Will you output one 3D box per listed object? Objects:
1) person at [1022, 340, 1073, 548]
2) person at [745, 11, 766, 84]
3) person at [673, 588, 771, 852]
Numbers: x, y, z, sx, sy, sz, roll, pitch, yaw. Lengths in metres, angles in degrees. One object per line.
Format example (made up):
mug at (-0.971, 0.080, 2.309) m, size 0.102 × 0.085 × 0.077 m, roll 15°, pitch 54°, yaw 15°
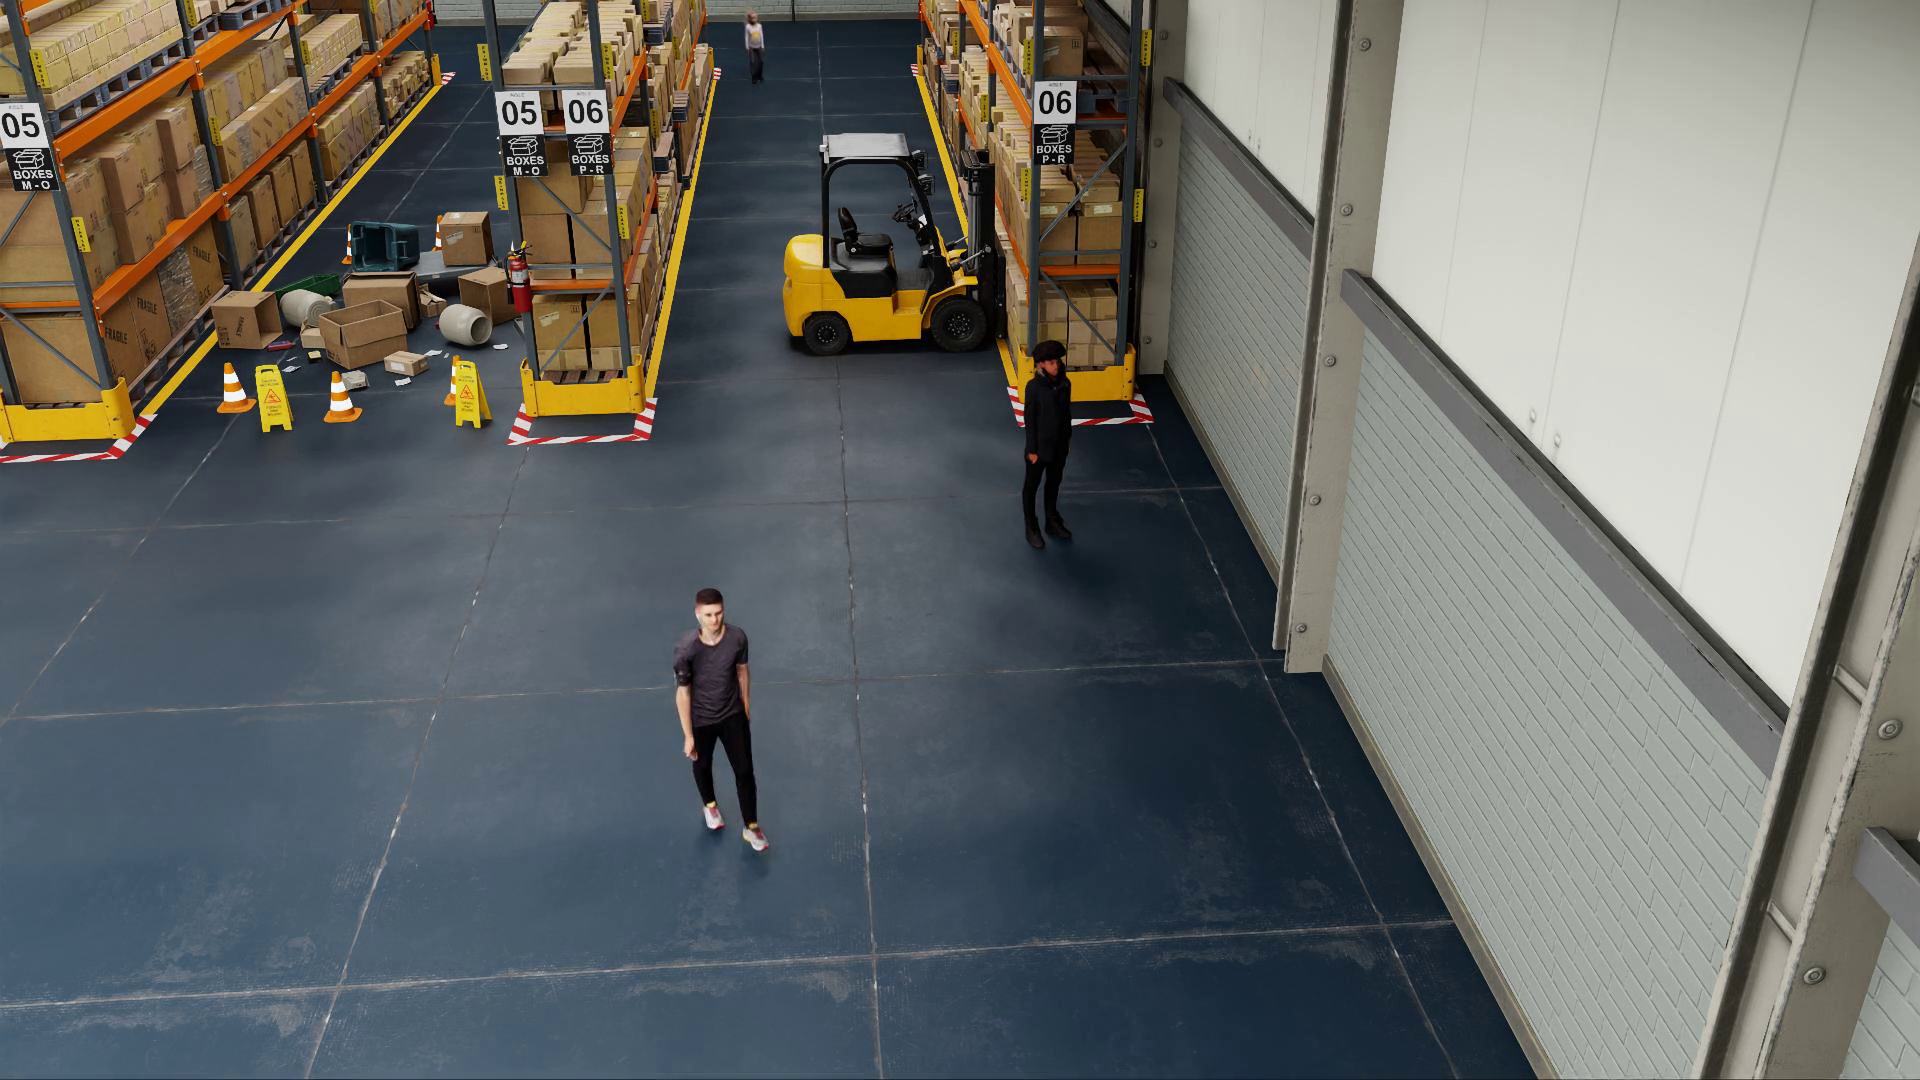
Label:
person at (0.718, -0.833, 13.862) m, size 0.717 × 1.780 × 0.736 m, roll -16°, pitch 31°, yaw -28°
person at (-3.738, -8.948, 30.181) m, size 0.567 × 1.268 × 0.591 m, roll -10°, pitch 29°, yaw -19°
person at (-1.534, 1.041, 10.266) m, size 0.820 × 1.740 × 0.991 m, roll -10°, pitch 29°, yaw -19°
